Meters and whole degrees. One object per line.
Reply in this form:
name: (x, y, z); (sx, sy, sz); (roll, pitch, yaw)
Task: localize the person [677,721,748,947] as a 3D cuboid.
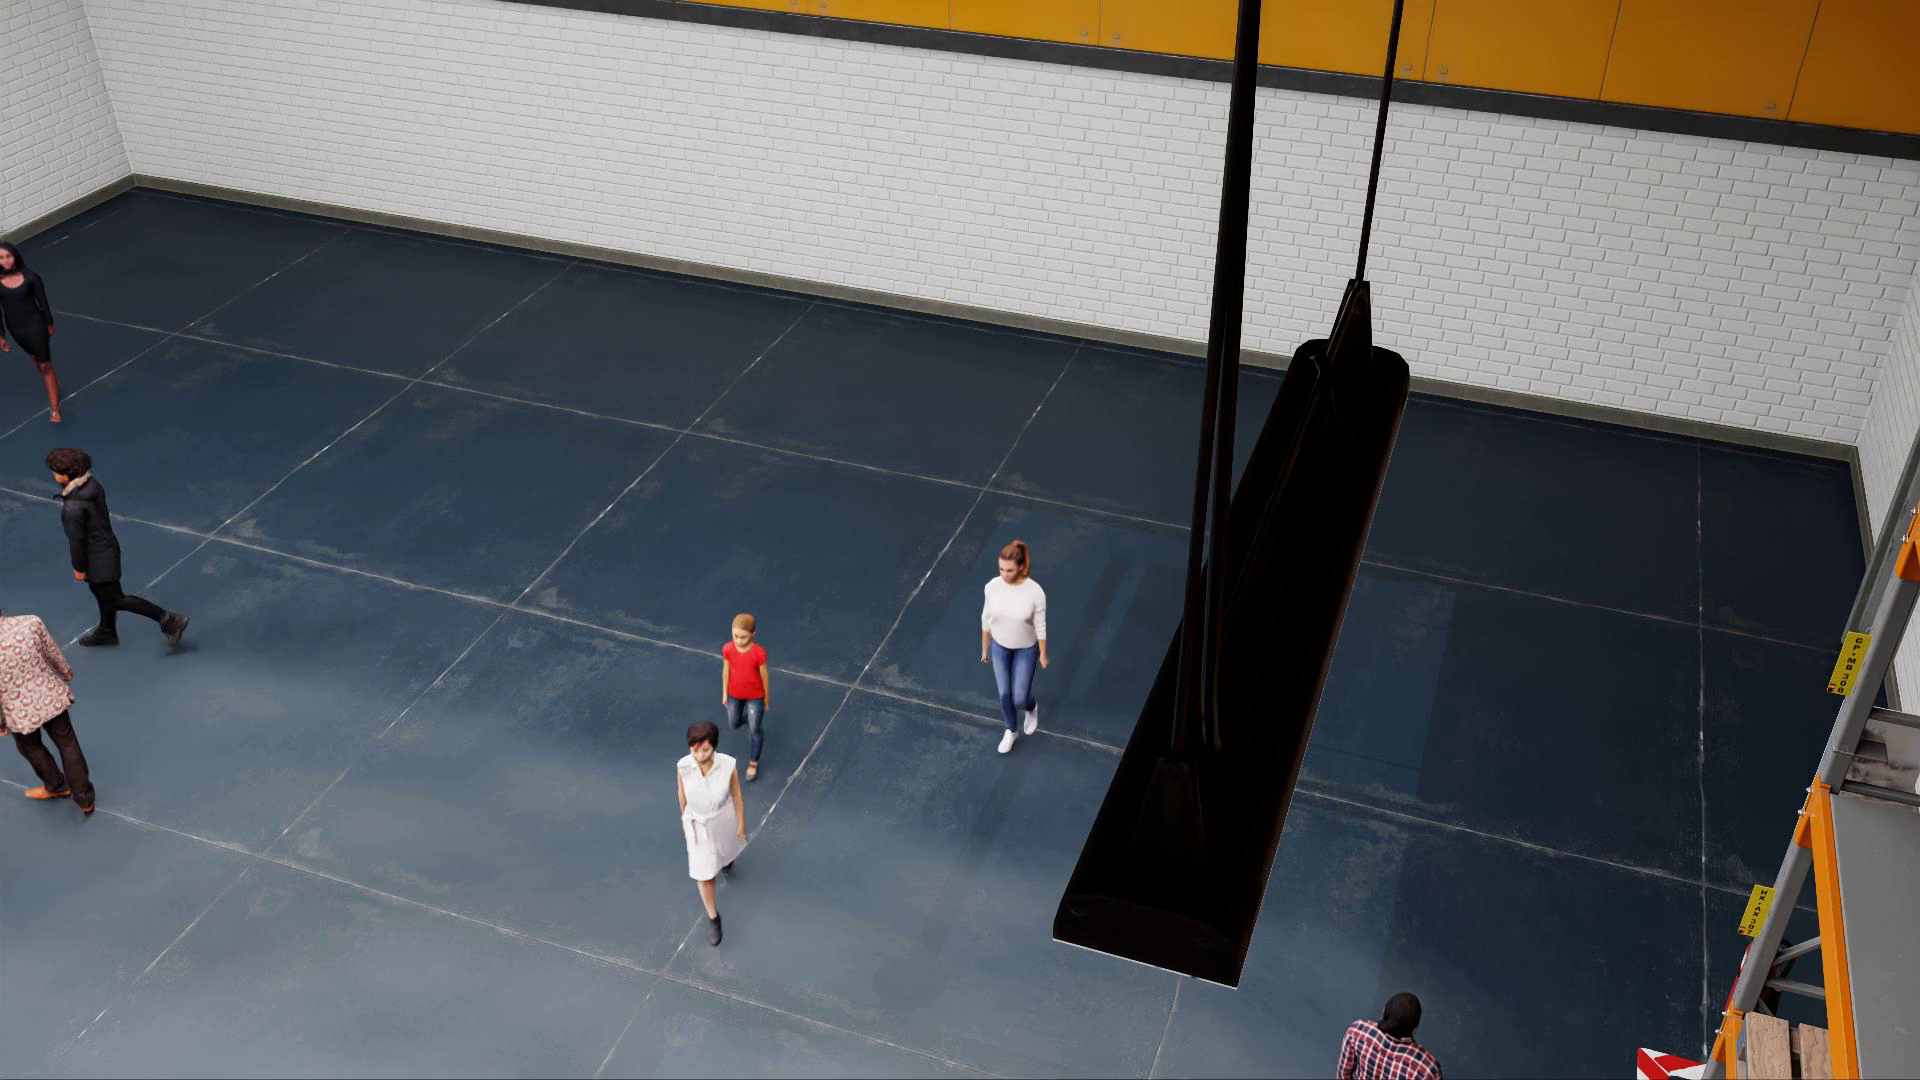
person: (-1.516, 1.694, 10.250); (0.822, 1.526, 1.064); (-3, 34, -5)

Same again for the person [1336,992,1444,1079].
person: (2.108, 2.872, 8.266); (0.762, 1.760, 0.709); (23, 40, 30)

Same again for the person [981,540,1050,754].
person: (0.410, 0.714, 11.556); (0.654, 1.711, 0.702); (14, 36, 20)

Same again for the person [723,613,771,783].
person: (-1.455, 1.019, 11.467); (0.525, 1.303, 0.726); (7, 34, 11)

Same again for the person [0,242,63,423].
person: (-8.781, -2.000, 15.681); (1.111, 1.666, 1.271); (-10, 35, -14)

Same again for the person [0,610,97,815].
person: (-6.059, 1.098, 10.915); (0.855, 1.782, 0.968); (-28, 43, -35)

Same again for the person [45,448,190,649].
person: (-6.357, 0.112, 12.425); (1.053, 1.753, 1.133); (-6, 34, -9)
